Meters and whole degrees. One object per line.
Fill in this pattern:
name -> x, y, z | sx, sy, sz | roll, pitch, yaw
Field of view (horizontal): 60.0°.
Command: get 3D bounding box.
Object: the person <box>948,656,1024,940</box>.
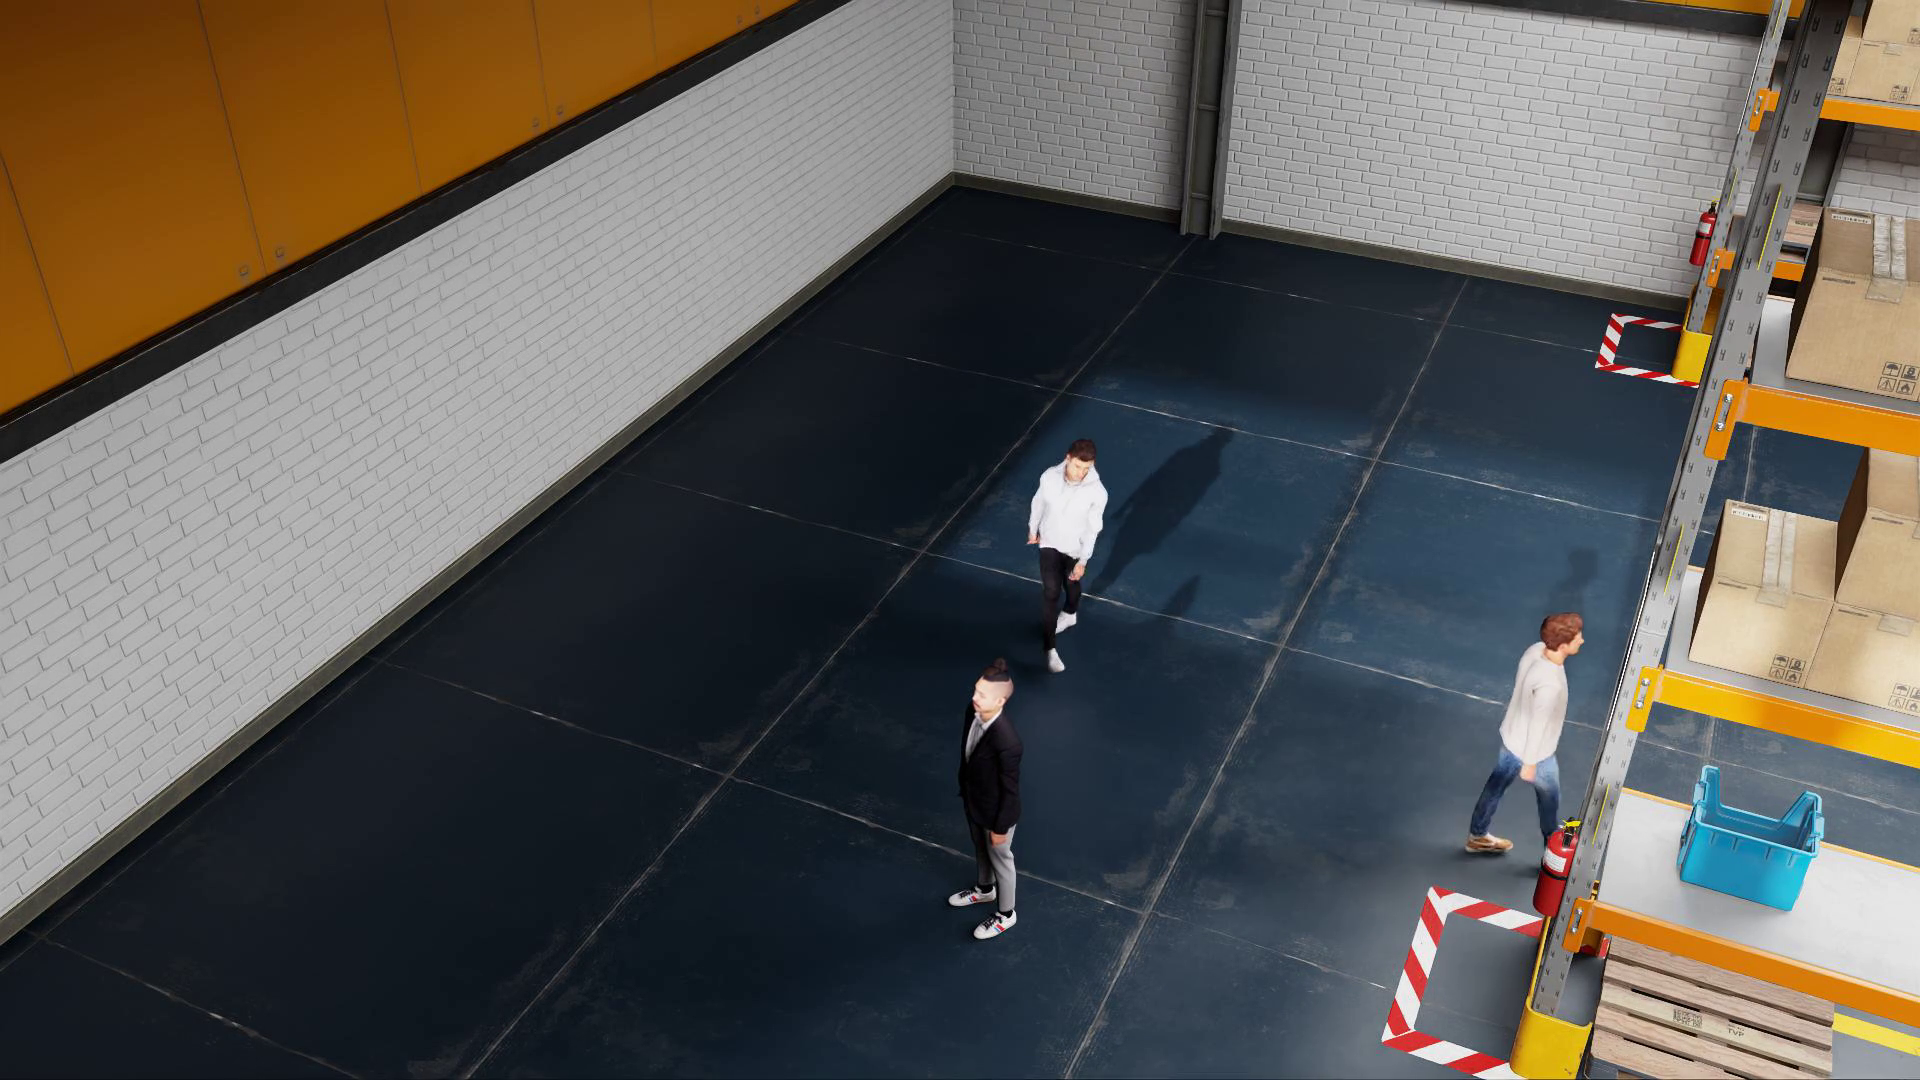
person -> 0.184, 1.483, 9.668 | 0.855, 1.950, 0.762 | -16, 37, -22

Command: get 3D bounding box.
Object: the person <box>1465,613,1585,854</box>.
person -> 3.374, 1.224, 10.122 | 1.099, 1.880, 0.905 | 2, 34, 4

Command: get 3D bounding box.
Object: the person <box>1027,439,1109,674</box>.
person -> 0.761, -0.004, 11.988 | 1.095, 1.859, 0.954 | 13, 36, 18
